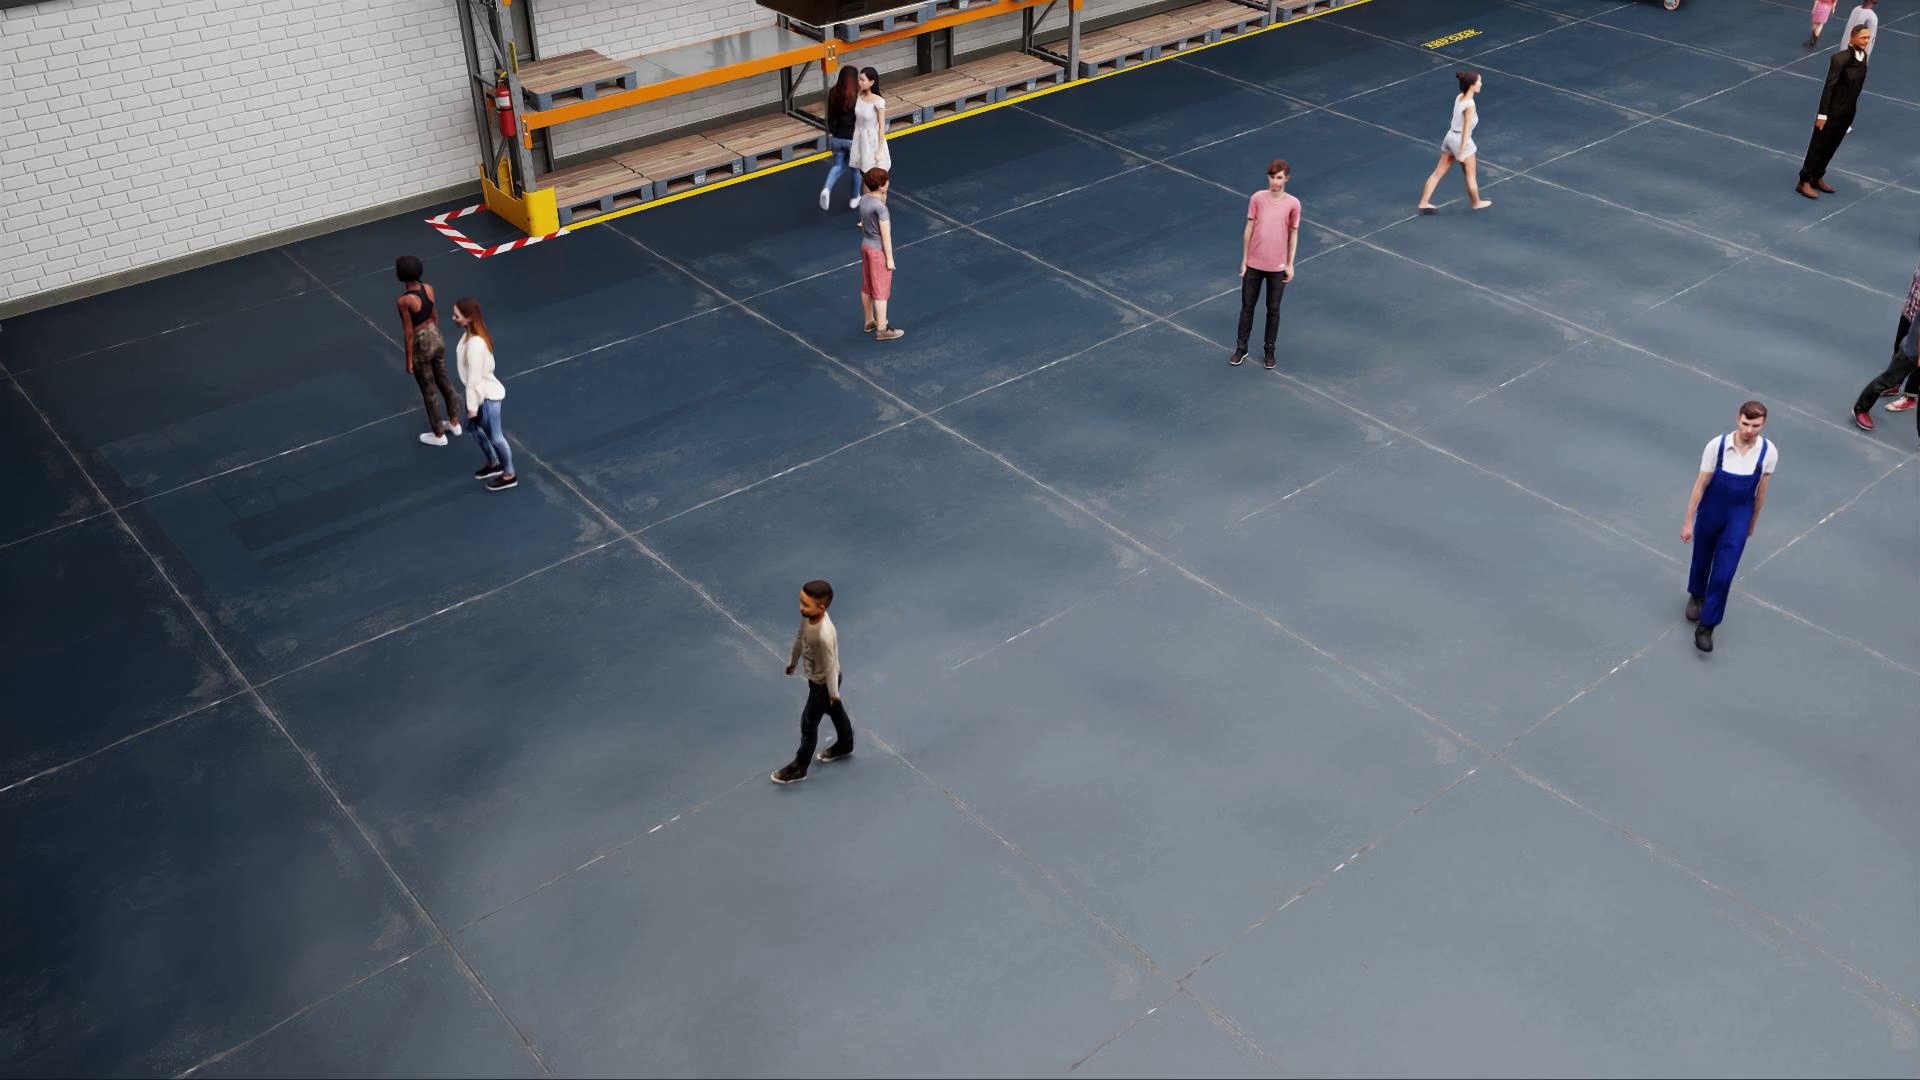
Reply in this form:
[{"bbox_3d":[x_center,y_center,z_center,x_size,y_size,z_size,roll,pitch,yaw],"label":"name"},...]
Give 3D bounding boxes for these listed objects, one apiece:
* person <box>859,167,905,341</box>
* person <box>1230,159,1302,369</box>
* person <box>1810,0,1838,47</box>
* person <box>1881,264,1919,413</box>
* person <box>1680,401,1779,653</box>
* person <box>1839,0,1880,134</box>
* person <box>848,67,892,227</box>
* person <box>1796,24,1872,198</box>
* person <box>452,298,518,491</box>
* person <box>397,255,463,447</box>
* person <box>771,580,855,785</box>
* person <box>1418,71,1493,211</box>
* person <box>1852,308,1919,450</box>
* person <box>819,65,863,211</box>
[{"bbox_3d":[-0.788,-2.696,15.618,0.557,1.651,0.612,-20,38,-27],"label":"person"},{"bbox_3d":[2.789,-2.512,15.065,0.724,1.958,0.741,10,35,14],"label":"person"},{"bbox_3d":[12.127,-7.465,23.364,0.540,1.019,0.770,21,39,28],"label":"person"},{"bbox_3d":[8.387,-1.975,14.434,0.778,1.760,0.776,-5,34,-7],"label":"person"},{"bbox_3d":[5.380,-0.210,11.727,0.922,1.818,1.099,13,36,19],"label":"person"},{"bbox_3d":[10.888,-5.886,20.308,0.703,1.772,0.692,-5,34,-7],"label":"person"},{"bbox_3d":[-0.955,-4.160,17.709,0.625,1.774,0.641,-26,42,-34],"label":"person"},{"bbox_3d":[9.783,-4.800,18.556,0.597,1.904,0.810,-18,38,-25],"label":"person"},{"bbox_3d":[-3.720,-1.162,13.283,0.740,1.681,0.736,-9,35,-14],"label":"person"},{"bbox_3d":[-4.464,-1.596,13.920,0.718,1.700,0.595,14,36,20],"label":"person"},{"bbox_3d":[-0.804,0.847,10.475,0.898,1.443,0.716,-11,35,-16],"label":"person"},{"bbox_3d":[5.349,-4.287,18.100,1.130,1.555,0.930,-5,34,-8],"label":"person"},{"bbox_3d":[8.004,-1.640,13.935,1.175,1.755,0.929,-14,36,-19],"label":"person"},{"bbox_3d":[-1.266,-4.327,18.107,0.851,1.612,1.034,16,37,23],"label":"person"}]
